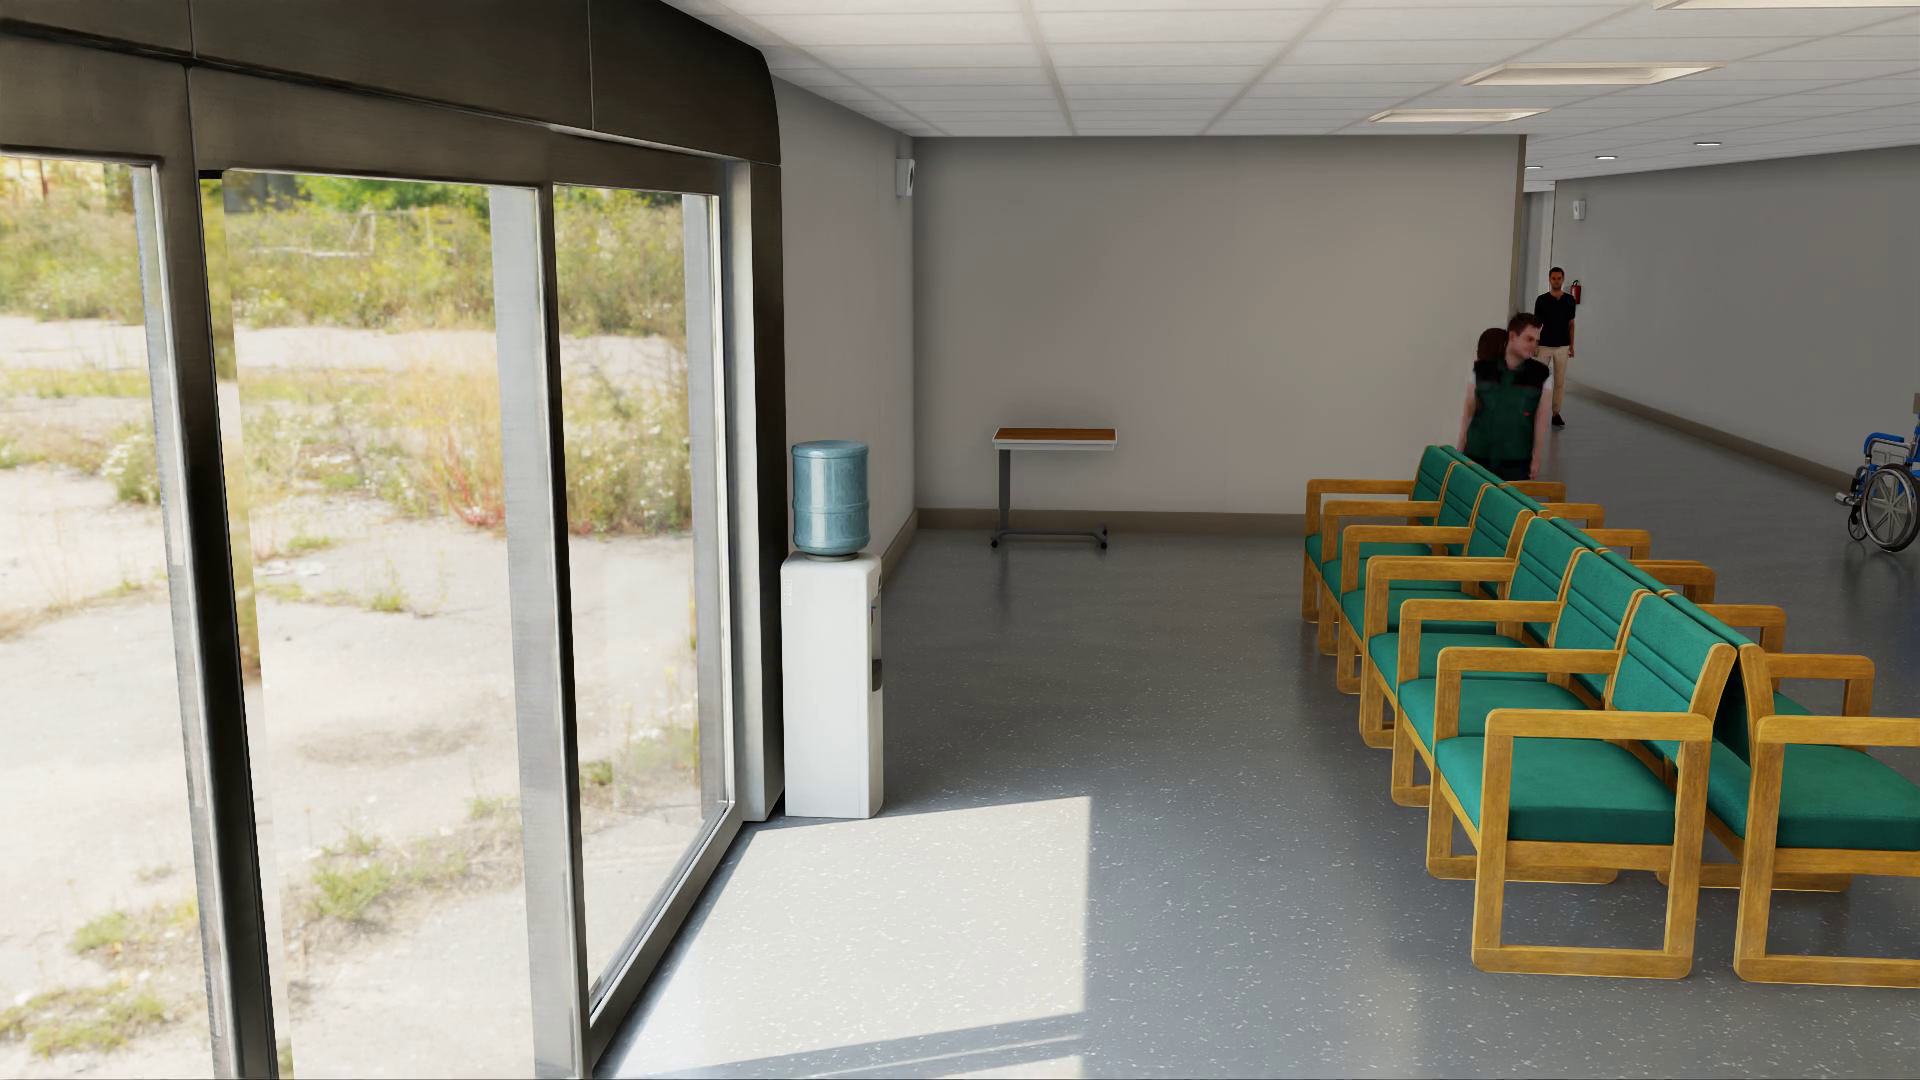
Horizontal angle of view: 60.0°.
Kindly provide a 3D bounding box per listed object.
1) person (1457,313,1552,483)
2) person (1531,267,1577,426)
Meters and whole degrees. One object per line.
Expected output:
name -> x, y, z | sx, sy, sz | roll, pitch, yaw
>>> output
person -> 3.307, -0.512, 10.378 | 0.720, 1.820, 0.962 | 8, 13, 37
person -> 6.984, -2.280, 19.595 | 0.475, 1.857, 0.718 | 2, 11, 9
